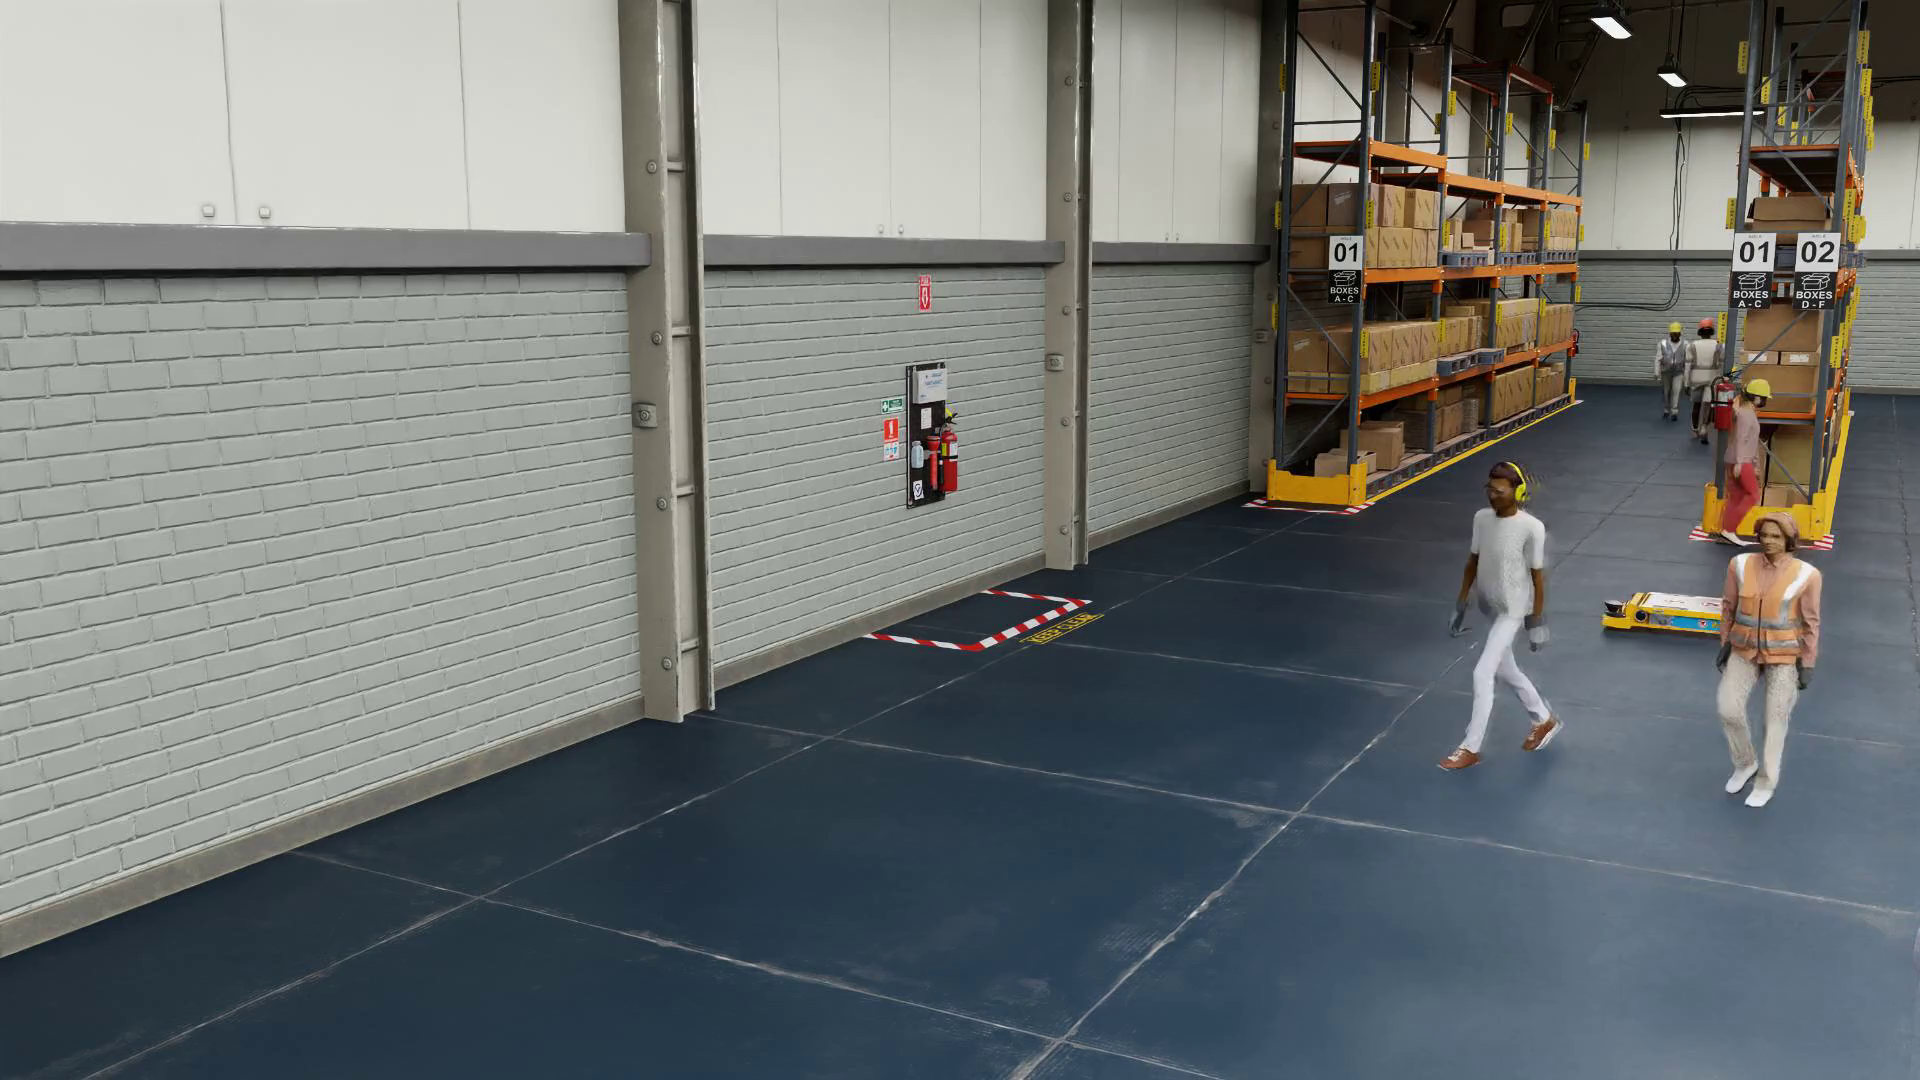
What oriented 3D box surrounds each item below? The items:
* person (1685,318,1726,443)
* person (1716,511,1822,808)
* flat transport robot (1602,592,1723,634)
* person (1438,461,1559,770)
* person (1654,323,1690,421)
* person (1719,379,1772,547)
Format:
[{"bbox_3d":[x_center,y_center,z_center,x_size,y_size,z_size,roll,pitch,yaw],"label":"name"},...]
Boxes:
[{"bbox_3d":[12.001,-2.570,26.820,0.619,2.008,1.005,5,11,28],"label":"person"},{"bbox_3d":[4.367,0.648,9.025,0.371,1.626,0.537,-9,13,-42],"label":"person"},{"bbox_3d":[5.934,0.605,13.273,1.431,0.197,0.652,5,11,28],"label":"flat transport robot"},{"bbox_3d":[3.252,0.420,9.841,0.962,1.821,0.500,-4,11,-25],"label":"person"},{"bbox_3d":[13.019,-3.073,30.407,0.612,1.780,0.946,4,11,23],"label":"person"},{"bbox_3d":[8.098,-0.793,17.166,0.421,1.736,0.522,4,11,24],"label":"person"}]
